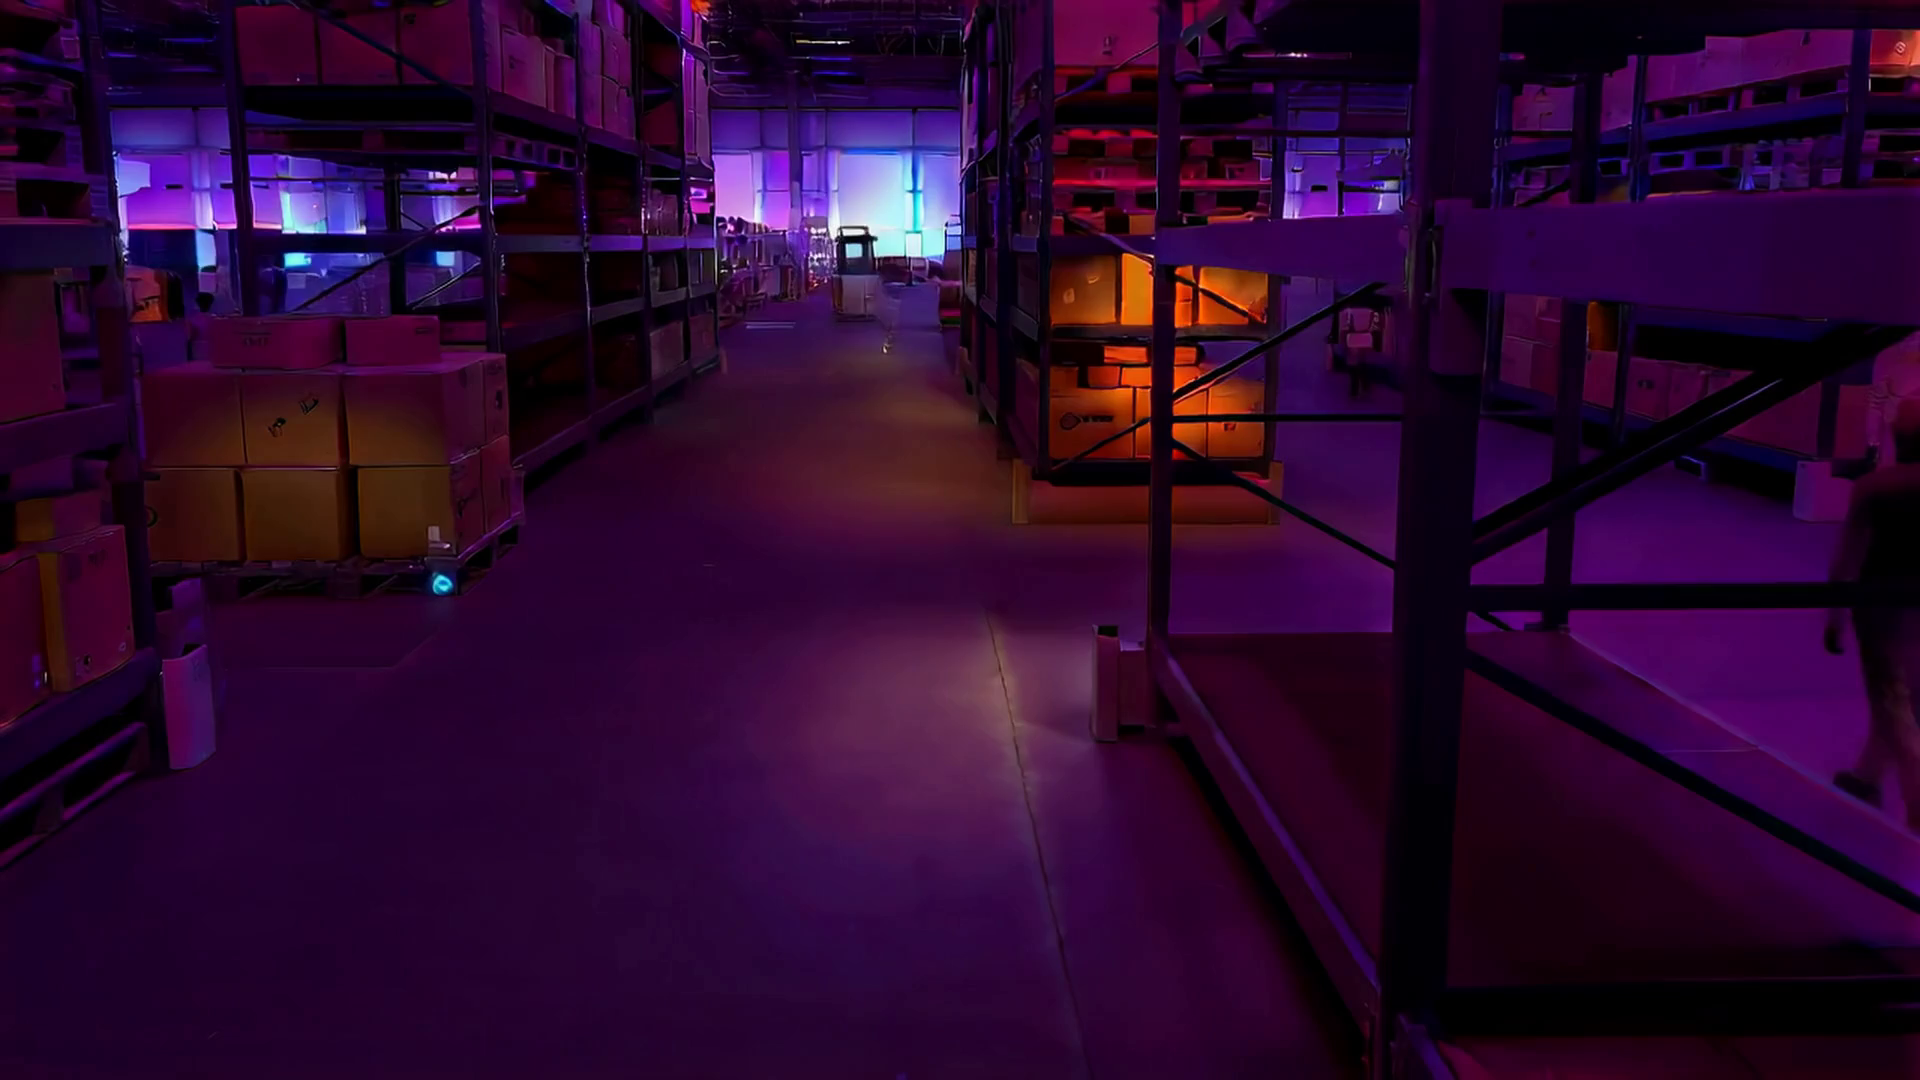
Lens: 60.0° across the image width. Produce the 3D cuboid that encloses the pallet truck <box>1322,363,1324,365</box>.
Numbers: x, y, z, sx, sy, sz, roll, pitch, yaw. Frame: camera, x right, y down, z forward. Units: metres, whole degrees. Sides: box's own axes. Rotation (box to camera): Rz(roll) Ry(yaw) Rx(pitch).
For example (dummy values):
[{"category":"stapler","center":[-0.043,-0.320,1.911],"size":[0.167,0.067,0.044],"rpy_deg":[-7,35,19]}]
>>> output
[{"category":"pallet truck","center":[7.712,-4.157,30.737],"size":[1.885,1.965,0.823],"rpy_deg":[3,11,16]}]

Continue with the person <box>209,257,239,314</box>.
[{"category":"person","center":[-23.960,-8.259,54.049],"size":[0.971,1.846,0.587],"rpy_deg":[-2,10,-11]}]

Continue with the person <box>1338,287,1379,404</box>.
[{"category":"person","center":[5.801,-2.835,24.242],"size":[0.541,1.680,0.499],"rpy_deg":[0,10,-2]}]

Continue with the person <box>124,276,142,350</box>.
[{"category":"person","center":[-17.619,-4.904,35.016],"size":[0.635,1.953,0.623],"rpy_deg":[7,12,32]}]

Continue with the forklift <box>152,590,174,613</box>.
[{"category":"forklift","center":[-5.858,-0.811,9.639],"size":[1.873,2.768,1.129],"rpy_deg":[-1,10,-3]}]

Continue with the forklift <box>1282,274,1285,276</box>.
[{"category":"forklift","center":[12.151,-10.754,65.029],"size":[1.129,2.768,1.873],"rpy_deg":[0,10,-2]}]

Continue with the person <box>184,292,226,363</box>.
[{"category":"person","center":[-10.087,-2.480,22.294],"size":[0.556,1.658,0.808],"rpy_deg":[-6,12,-29]}]

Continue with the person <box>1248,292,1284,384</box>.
[{"category":"person","center":[4.832,-3.335,26.359],"size":[0.649,1.923,0.507],"rpy_deg":[-4,11,-19]}]

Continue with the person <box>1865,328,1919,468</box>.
[{"category":"person","center":[6.752,-0.697,11.741],"size":[0.648,1.898,0.395],"rpy_deg":[4,11,23]}]

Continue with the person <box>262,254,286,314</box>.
[{"category":"person","center":[-19.698,-7.261,47.910],"size":[0.546,2.000,0.695],"rpy_deg":[5,11,24]}]

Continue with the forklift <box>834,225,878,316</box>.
[{"category":"forklift","center":[-3.215,-8.152,50.535],"size":[1.129,2.768,1.873],"rpy_deg":[-2,10,-12]}]

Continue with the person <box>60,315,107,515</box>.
[{"category":"person","center":[-7.643,-1.098,14.483],"size":[0.546,1.720,0.918],"rpy_deg":[-7,12,-35]}]

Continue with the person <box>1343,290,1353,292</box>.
[{"category":"person","center":[8.324,-4.827,35.406],"size":[0.825,1.670,0.541],"rpy_deg":[-8,13,-38]}]

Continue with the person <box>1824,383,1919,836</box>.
[{"category":"person","center":[3.777,0.277,6.601],"size":[0.599,1.798,0.882],"rpy_deg":[0,10,-2]}]

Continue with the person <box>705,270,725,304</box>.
[{"category":"person","center":[-9.101,-9.631,61.743],"size":[0.686,1.816,0.651],"rpy_deg":[5,11,25]}]
